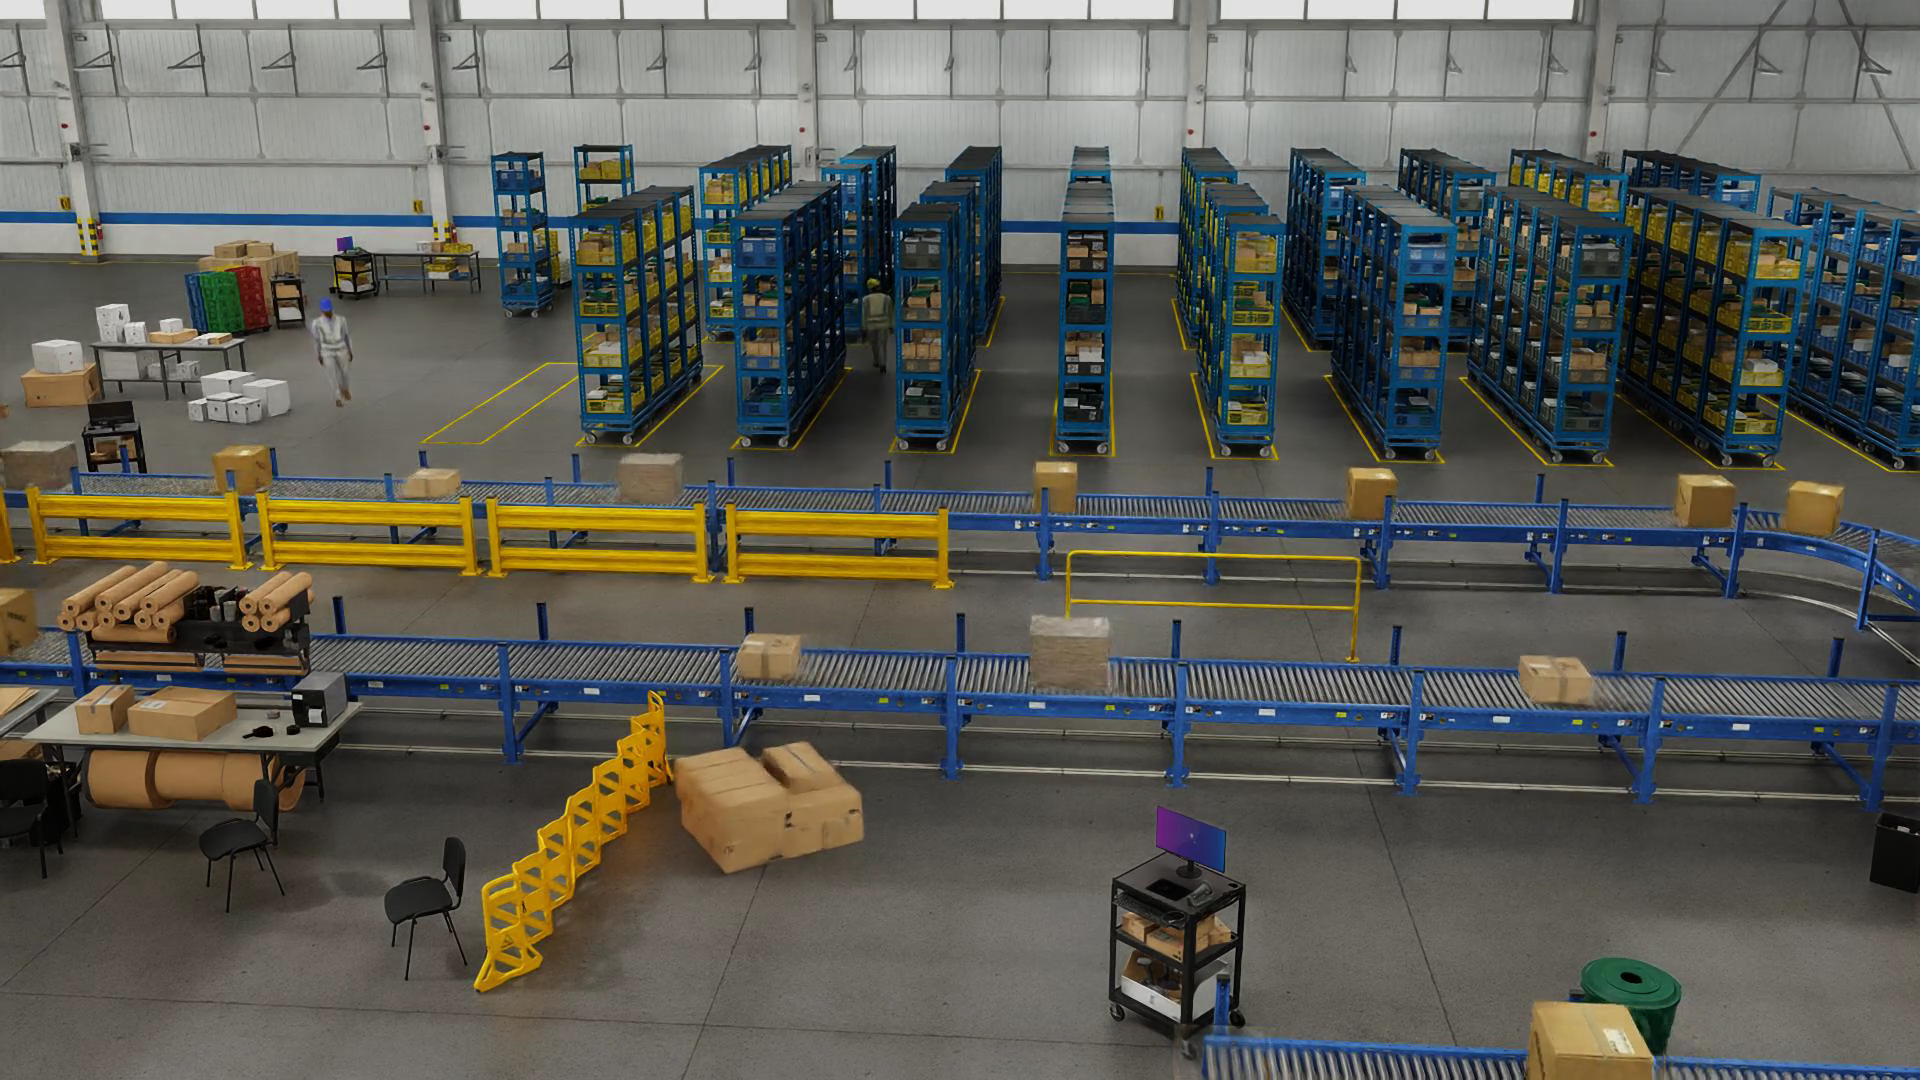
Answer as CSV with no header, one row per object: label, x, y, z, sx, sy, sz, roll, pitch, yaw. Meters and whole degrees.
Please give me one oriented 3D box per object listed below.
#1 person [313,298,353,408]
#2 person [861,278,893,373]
person,-10.791,-3.235,28.694,0.613,1.920,0.481,-10,20,-30
person,-1.569,-4.075,31.602,0.596,1.775,0.953,-1,18,-4
